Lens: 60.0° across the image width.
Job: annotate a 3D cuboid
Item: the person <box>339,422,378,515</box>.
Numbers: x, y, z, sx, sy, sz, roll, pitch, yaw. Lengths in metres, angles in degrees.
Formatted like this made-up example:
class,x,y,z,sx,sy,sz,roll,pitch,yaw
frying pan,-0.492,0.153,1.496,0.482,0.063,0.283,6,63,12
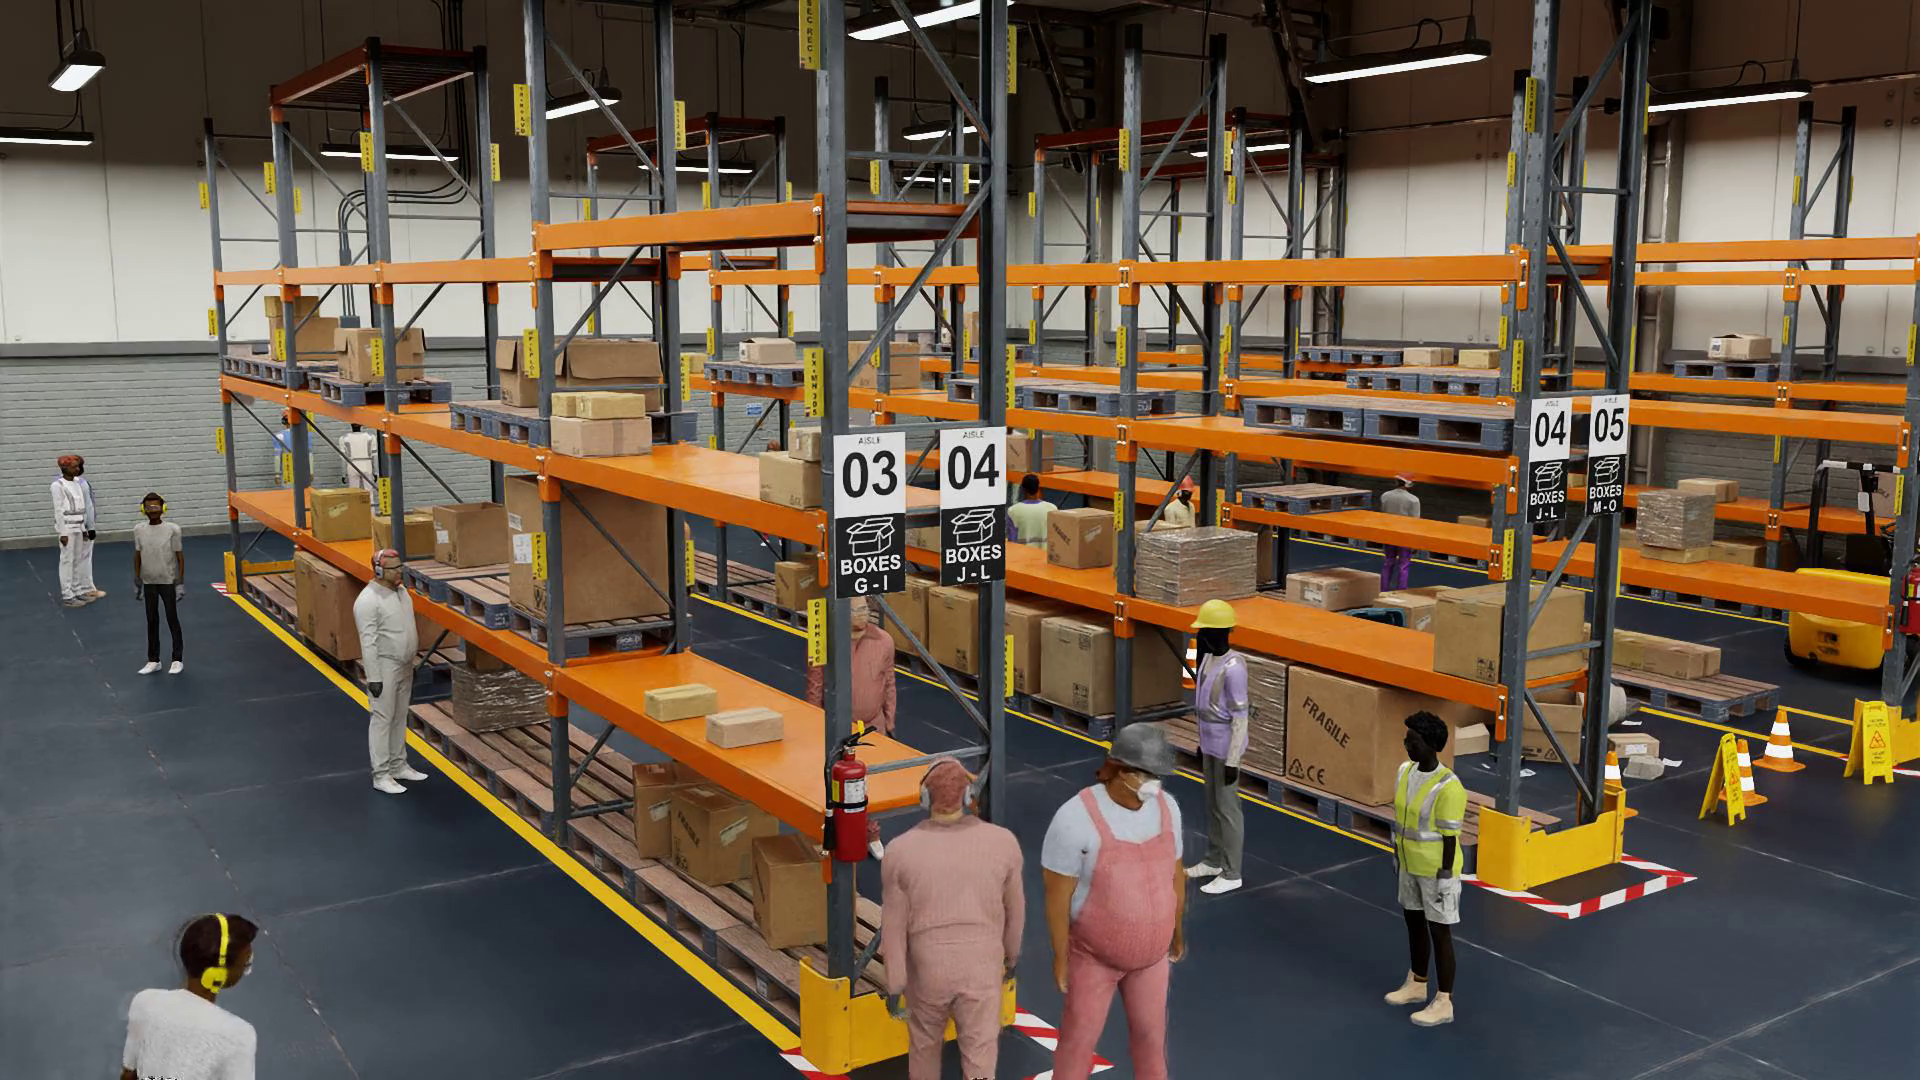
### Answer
class,x,y,z,sx,sy,sz,roll,pitch,yaw
person,-9.824,-1.122,27.201,0.588,1.930,0.357,-5,10,-29

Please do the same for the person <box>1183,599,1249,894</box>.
class,x,y,z,sx,sy,sz,roll,pitch,yaw
person,1.680,1.336,10.837,0.383,1.928,0.588,-2,9,-10

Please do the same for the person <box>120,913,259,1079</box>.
class,x,y,z,sx,sy,sz,roll,pitch,yaw
person,-2.627,2.155,5.716,0.568,1.823,0.668,5,10,31

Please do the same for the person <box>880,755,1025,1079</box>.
class,x,y,z,sx,sy,sz,roll,pitch,yaw
person,-0.032,1.878,7.435,0.653,1.893,0.680,-1,9,-3

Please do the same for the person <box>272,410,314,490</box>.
class,x,y,z,sx,sy,sz,roll,pitch,yaw
person,-10.696,-1.098,26.701,0.605,2.033,0.392,-5,10,-31

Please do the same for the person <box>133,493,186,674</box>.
class,x,y,z,sx,sy,sz,roll,pitch,yaw
person,-8.180,0.444,16.970,0.532,1.870,0.319,0,9,0

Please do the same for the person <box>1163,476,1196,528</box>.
class,x,y,z,sx,sy,sz,roll,pitch,yaw
person,2.617,0.109,19.589,0.326,1.752,0.560,7,11,37

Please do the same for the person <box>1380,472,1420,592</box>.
class,x,y,z,sx,sy,sz,roll,pitch,yaw
person,5.461,-0.037,20.603,0.345,1.747,0.572,-7,11,-39

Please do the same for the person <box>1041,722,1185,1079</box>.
class,x,y,z,sx,sy,sz,roll,pitch,yaw
person,0.724,1.777,7.531,0.745,2.000,0.548,-4,9,-25

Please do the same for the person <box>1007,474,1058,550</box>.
class,x,y,z,sx,sy,sz,roll,pitch,yaw
person,0.792,0.231,18.240,0.592,1.917,0.392,-2,9,-16

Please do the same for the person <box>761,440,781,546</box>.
class,x,y,z,sx,sy,sz,roll,pitch,yaw
person,-2.848,-0.713,25.455,0.498,1.633,0.279,0,9,0

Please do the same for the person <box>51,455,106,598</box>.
class,x,y,z,sx,sy,sz,roll,pitch,yaw
person,-11.205,-0.167,21.136,0.630,1.843,0.429,4,9,25

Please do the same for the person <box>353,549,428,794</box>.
class,x,y,z,sx,sy,sz,roll,pitch,yaw
person,-4.452,1.014,13.057,0.407,1.908,0.641,1,9,9

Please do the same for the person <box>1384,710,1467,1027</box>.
class,x,y,z,sx,sy,sz,roll,pitch,yaw
person,2.496,1.743,8.923,0.321,1.689,0.530,-3,9,-20

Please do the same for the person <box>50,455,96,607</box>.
class,x,y,z,sx,sy,sz,roll,pitch,yaw
person,-11.035,-0.117,20.668,0.355,1.883,0.573,-1,9,-4

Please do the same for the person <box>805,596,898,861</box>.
class,x,y,z,sx,sy,sz,roll,pitch,yaw
person,-0.726,1.270,11.348,0.651,1.907,0.409,-3,9,-22

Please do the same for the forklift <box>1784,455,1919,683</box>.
class,x,y,z,sx,sy,sz,roll,pitch,yaw
forklift,9.643,0.253,17.172,2.313,2.155,1.214,-6,10,-33
